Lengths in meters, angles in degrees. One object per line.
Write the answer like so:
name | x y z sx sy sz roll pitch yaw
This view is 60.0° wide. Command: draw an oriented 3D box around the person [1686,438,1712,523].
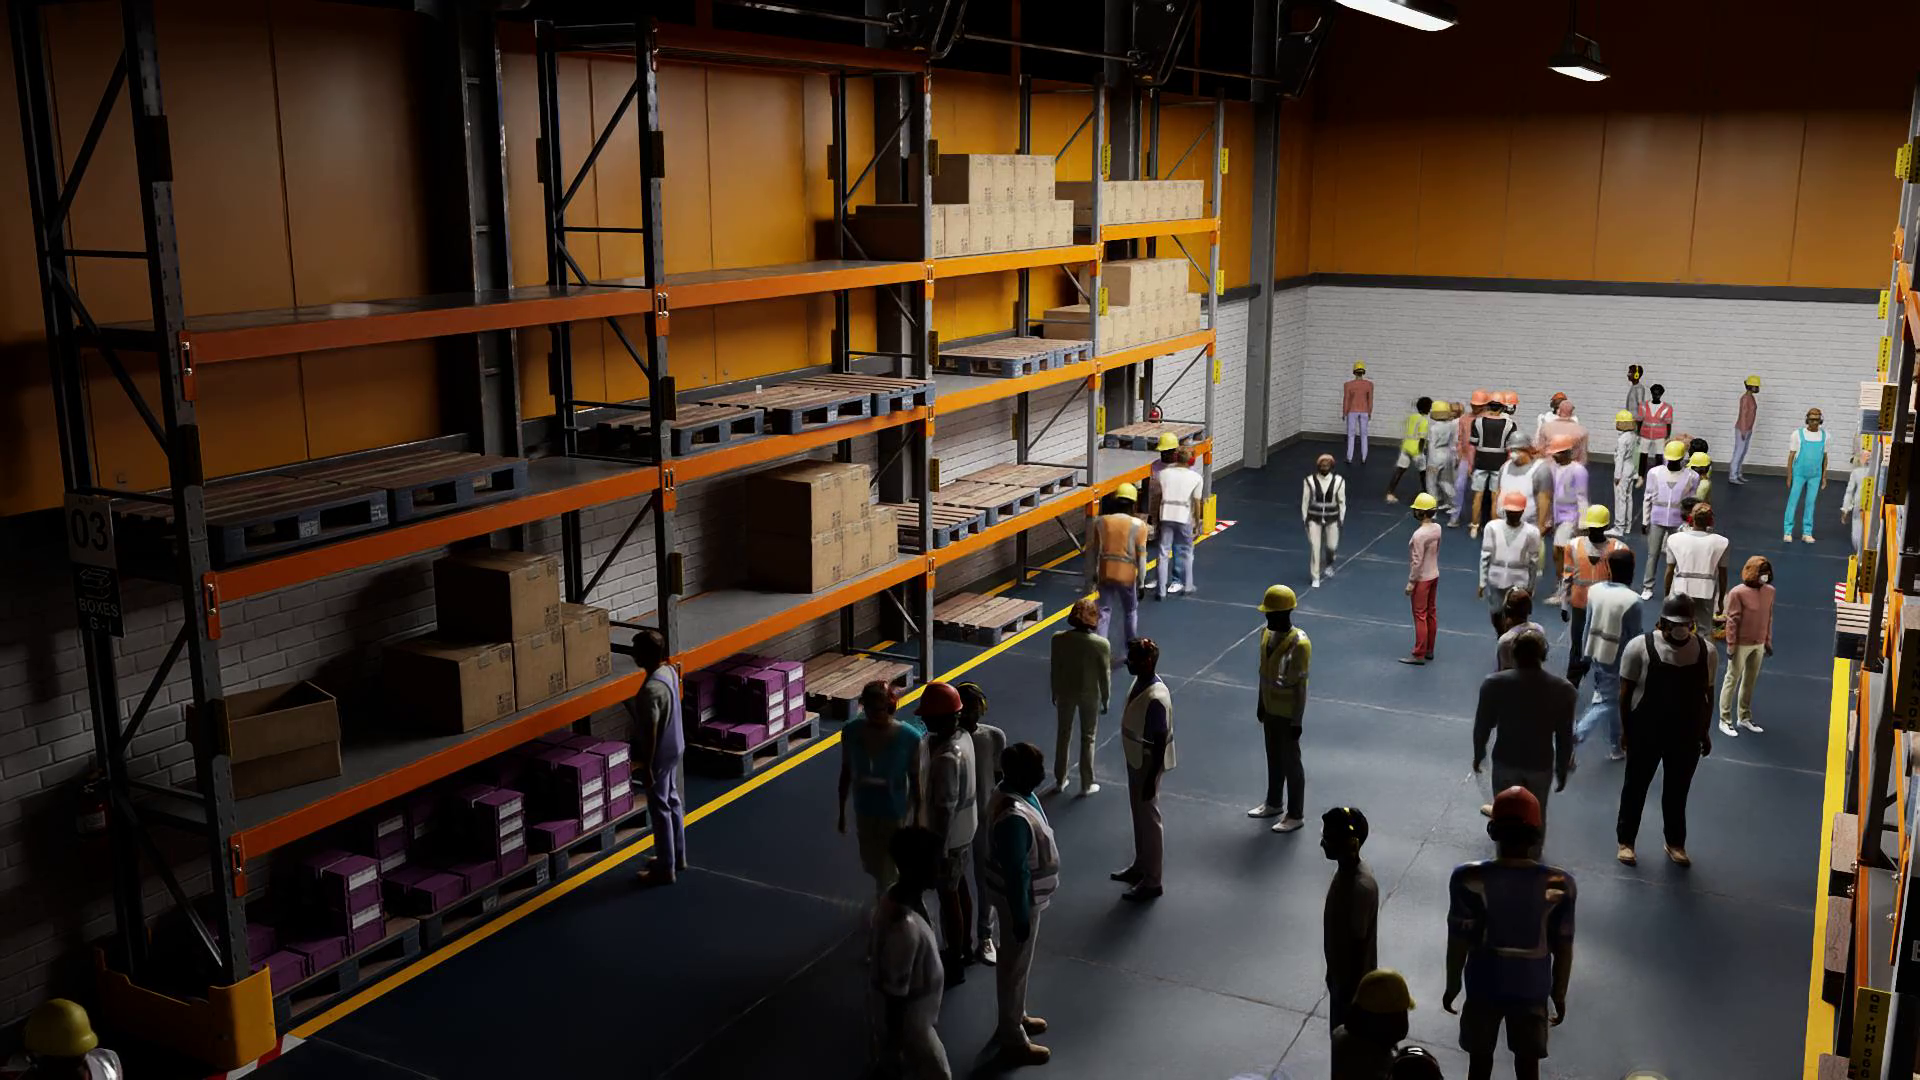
person | 9.179 -0.432 20.821 0.318 1.697 0.535 12 17 43

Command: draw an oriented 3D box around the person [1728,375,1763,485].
person | 12.620 -1.767 26.671 0.344 1.759 0.524 10 16 37

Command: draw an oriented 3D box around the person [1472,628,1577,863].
person | 3.887 1.520 11.559 0.649 1.922 0.646 3 13 14

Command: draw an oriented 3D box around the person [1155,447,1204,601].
person | 2.558 -0.183 19.528 0.568 1.789 0.676 6 14 25

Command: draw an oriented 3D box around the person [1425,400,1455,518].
person | 6.916 -1.150 23.942 0.494 1.727 0.521 -9 15 -34

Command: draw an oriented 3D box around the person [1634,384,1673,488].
person | 10.928 -1.628 26.210 0.546 1.690 0.321 9 15 34

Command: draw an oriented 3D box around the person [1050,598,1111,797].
person | 0.969 1.264 13.394 0.504 1.622 0.293 4 13 19

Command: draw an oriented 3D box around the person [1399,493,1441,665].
person | 4.705 0.395 16.960 0.315 1.770 0.524 10 16 39

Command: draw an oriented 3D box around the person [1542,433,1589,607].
person | 6.907 -0.237 19.214 0.640 2.014 0.634 -3 13 -12

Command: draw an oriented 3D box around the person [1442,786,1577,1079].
person | 2.705 2.204 8.258 0.605 2.033 0.392 2 13 11

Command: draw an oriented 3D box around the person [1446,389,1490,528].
person | 7.183 -1.117 23.280 0.627 1.987 0.582 11 17 40

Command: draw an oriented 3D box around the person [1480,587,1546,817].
person | 4.298 1.267 12.887 0.505 1.842 0.347 -10 16 -39

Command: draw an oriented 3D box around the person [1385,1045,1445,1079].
person | 1.663 2.758 6.217 0.501 1.841 0.349 1 13 7

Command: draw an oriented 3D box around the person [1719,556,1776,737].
person | 7.036 0.937 14.832 0.497 1.633 0.285 -5 13 -20

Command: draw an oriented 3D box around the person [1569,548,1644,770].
person | 5.439 0.998 14.006 0.895 1.888 0.592 -3 13 -14

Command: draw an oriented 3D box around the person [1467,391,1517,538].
person | 7.240 -1.014 22.682 0.613 2.031 0.402 4 13 17

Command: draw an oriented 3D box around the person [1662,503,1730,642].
person | 7.091 0.553 16.071 0.566 1.846 0.389 5 14 21

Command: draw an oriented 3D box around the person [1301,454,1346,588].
person | 4.399 -0.250 20.166 0.528 1.627 0.473 2 13 8

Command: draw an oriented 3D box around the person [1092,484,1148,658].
person | 1.612 0.366 16.840 0.640 1.874 0.869 5 14 23

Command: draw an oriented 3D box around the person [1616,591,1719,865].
person | 5.117 1.363 12.007 0.674 2.000 0.535 1 13 6

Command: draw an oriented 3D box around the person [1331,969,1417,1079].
person | 1.729 2.627 7.046 0.329 1.734 0.493 -4 13 -17

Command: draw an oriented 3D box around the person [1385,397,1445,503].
person | 6.854 -1.337 25.012 0.905 1.632 0.585 -3 13 -14

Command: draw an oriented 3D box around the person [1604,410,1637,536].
person | 9.129 -0.927 22.958 0.321 1.737 0.483 11 16 40

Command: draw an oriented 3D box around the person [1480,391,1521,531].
person | 7.506 -1.066 23.014 0.415 1.986 0.617 -3 13 -14

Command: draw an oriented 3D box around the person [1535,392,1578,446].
person | 8.486 -1.174 23.740 0.575 1.880 0.358 7 14 29

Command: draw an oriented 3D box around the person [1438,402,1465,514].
person | 7.263 -1.212 24.443 0.307 1.641 0.514 -2 13 -8

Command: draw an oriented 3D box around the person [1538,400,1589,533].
person | 8.248 -0.980 22.826 0.680 1.889 0.468 5 13 20

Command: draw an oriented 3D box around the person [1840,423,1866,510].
person | 13.238 -1.197 24.386 0.279 1.633 0.505 -1 13 -6

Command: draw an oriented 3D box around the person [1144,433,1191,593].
person | 2.471 -0.327 19.833 0.594 1.923 0.381 12 17 42

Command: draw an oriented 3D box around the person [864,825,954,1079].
person | -0.284 2.291 8.120 0.979 1.923 0.627 -1 13 -3

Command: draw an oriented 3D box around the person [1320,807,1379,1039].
person | 1.956 2.241 8.488 0.327 1.862 0.510 1 13 4

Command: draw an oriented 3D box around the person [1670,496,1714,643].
person | 7.556 0.377 17.264 0.568 1.658 0.559 -3 13 -13

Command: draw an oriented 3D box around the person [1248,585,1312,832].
person | 2.441 1.270 12.712 0.408 1.918 0.584 -5 14 -22

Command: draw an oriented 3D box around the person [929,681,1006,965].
person | 0.049 1.785 10.530 0.510 1.862 0.328 -1 13 -4

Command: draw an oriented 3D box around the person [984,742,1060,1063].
person | 0.353 2.031 9.461 0.429 1.842 0.634 0 13 1

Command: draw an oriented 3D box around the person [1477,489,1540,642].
person | 5.507 0.393 16.671 0.542 1.908 0.881 7 14 28

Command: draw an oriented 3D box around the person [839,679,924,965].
person | -0.490 1.745 10.804 0.569 1.819 0.823 5 14 22

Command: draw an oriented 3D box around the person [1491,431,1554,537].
person | 6.467 -0.271 19.322 0.581 2.000 0.709 -10 16 -37

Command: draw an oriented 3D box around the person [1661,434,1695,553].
person | 9.318 -0.588 21.673 0.381 1.619 0.597 4 13 19

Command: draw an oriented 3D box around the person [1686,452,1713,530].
person | 8.609 -0.158 19.452 0.341 1.760 0.525 7 14 29

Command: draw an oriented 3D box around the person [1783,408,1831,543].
person | 11.430 -0.868 22.436 0.506 1.846 0.348 2 13 10

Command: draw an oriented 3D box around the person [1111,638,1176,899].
person | 1.290 1.566 11.535 0.378 1.844 0.569 -2 13 -7

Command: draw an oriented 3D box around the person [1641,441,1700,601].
person | 8.243 -0.214 19.346 0.585 1.917 0.382 6 14 26

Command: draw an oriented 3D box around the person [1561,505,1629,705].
person | 5.969 0.602 15.703 0.581 1.919 0.393 7 14 28

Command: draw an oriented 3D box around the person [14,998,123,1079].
person | -3.530 2.670 6.647 0.403 1.824 0.593 6 14 25

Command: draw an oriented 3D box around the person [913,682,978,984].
person | -0.091 1.803 10.297 0.388 1.929 0.544 2 13 10

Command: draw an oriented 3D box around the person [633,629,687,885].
person | -2.123 1.522 11.753 0.341 1.838 0.517 2 13 8

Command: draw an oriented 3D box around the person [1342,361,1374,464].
person | 6.803 -2.176 28.475 0.525 1.769 0.308 -1 13 -4
